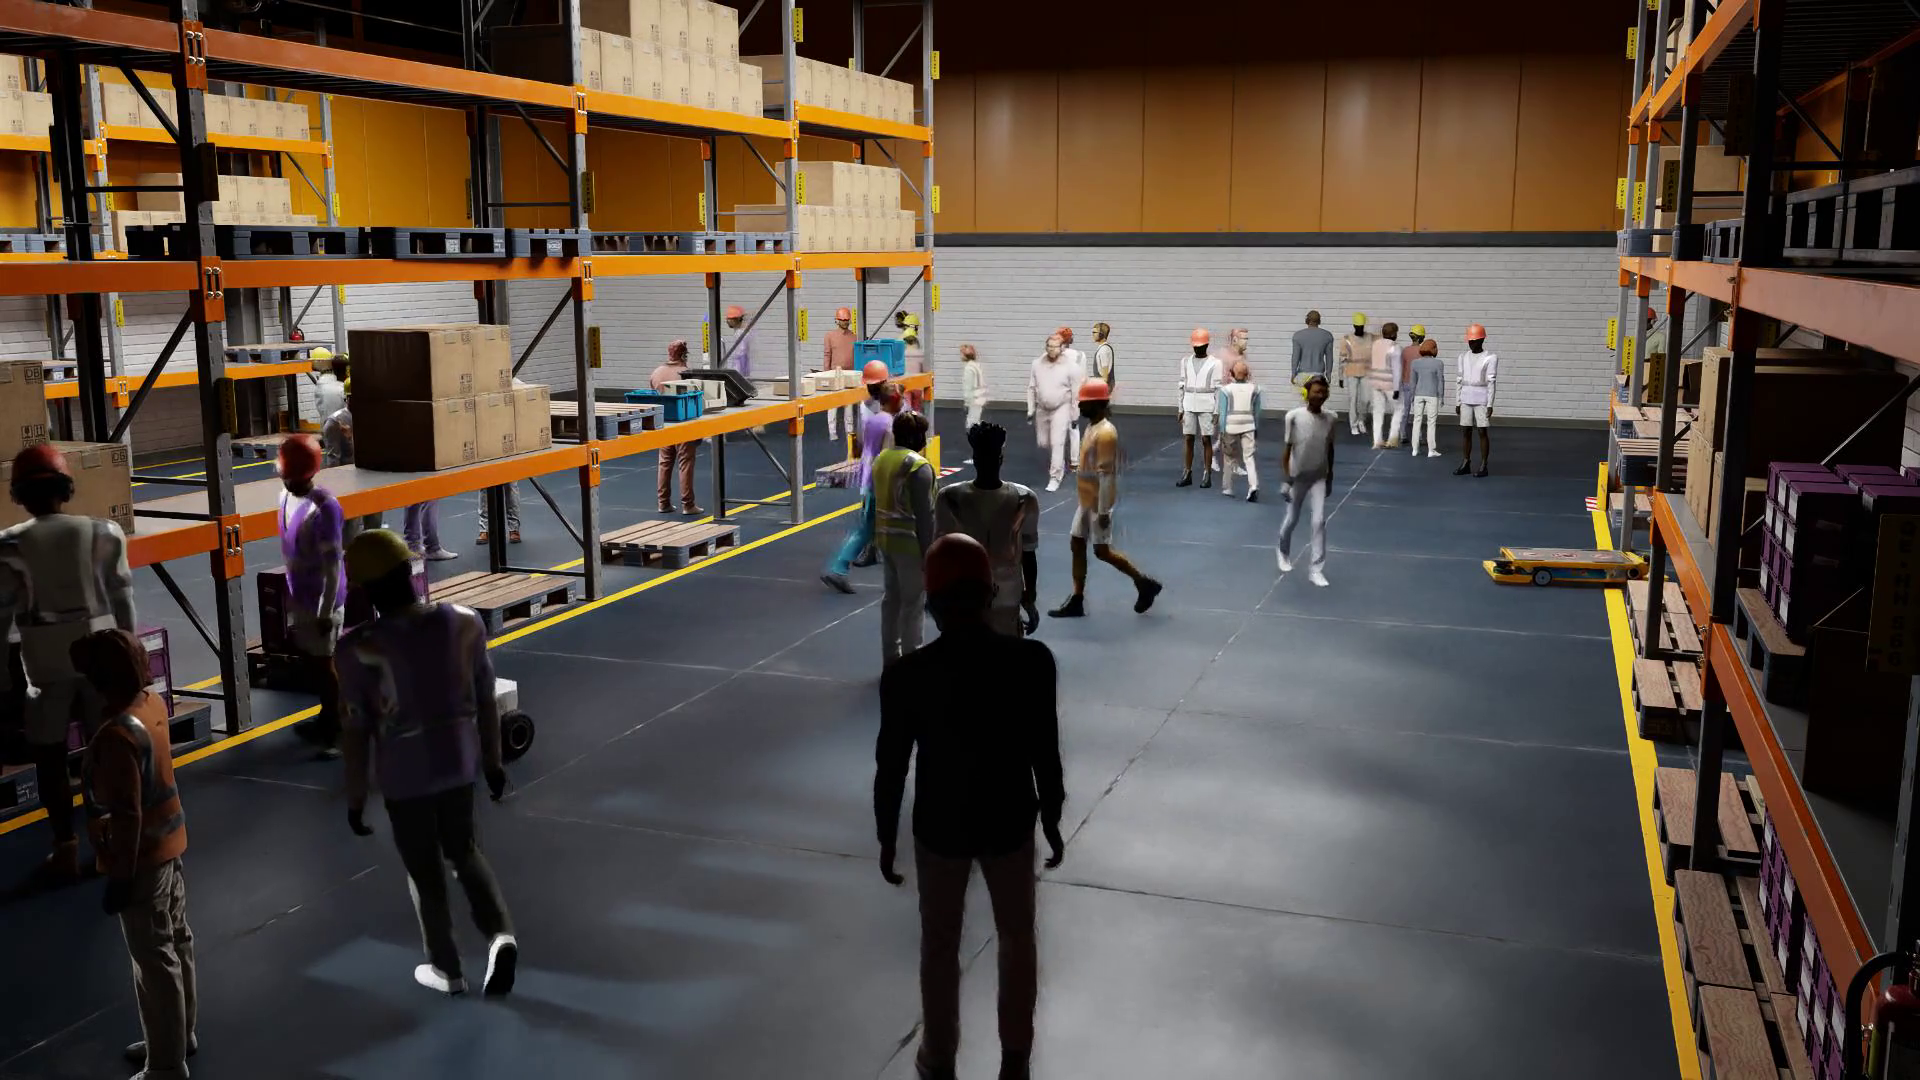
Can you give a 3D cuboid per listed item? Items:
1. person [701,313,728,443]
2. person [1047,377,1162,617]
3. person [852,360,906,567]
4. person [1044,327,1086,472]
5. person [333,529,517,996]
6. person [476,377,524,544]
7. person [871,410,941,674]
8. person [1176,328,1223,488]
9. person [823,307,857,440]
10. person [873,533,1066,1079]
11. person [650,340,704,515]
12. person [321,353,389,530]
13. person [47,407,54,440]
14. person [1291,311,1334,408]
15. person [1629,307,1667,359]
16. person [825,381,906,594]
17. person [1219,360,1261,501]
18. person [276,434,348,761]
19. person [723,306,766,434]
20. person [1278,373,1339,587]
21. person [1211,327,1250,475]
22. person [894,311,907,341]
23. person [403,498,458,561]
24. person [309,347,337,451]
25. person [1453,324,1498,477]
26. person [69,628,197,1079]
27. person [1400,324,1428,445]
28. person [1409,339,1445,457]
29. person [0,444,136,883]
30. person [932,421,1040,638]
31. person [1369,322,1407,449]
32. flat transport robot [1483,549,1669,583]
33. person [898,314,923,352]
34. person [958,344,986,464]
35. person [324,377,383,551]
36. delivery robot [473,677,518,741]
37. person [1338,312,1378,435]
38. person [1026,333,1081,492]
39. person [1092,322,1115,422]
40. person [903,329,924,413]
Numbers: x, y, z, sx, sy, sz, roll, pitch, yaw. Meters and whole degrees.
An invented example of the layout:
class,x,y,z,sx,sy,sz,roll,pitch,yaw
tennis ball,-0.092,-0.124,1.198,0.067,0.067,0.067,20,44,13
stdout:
class,x,y,z,sx,sy,sz,roll,pitch,yaw
person,-3.636,-2.413,24.663,0.376,1.950,0.611,-4,11,-20
person,1.141,-0.324,13.020,0.831,1.915,0.548,-1,10,-8
person,-0.658,-0.719,15.281,0.546,1.906,0.803,8,13,38
person,1.342,-1.797,21.386,0.574,1.882,0.356,-1,10,-8
person,-1.998,0.890,6.294,0.628,1.877,0.604,-9,13,-41
person,-4.543,-0.924,16.312,0.632,1.940,0.372,-2,10,-9
person,-0.344,0.052,11.124,0.429,1.837,0.628,-6,12,-31
person,2.880,-1.588,20.067,0.543,1.933,0.369,5,11,28
person,-1.760,-2.498,25.014,0.608,1.996,0.379,-5,11,-27
person,0.033,0.955,5.607,0.659,1.979,0.596,-2,10,-9
person,-3.058,-1.223,18.126,0.637,1.898,0.395,5,11,28
person,-6.131,-0.954,16.742,0.538,1.842,0.775,4,11,21
person,-9.444,-0.878,16.808,0.534,1.668,0.808,5,11,24
person,5.369,-2.537,25.398,0.637,1.936,0.355,0,10,2
person,10.295,-2.502,25.038,0.382,1.994,0.613,-9,13,-41
person,-0.709,-0.435,13.987,0.908,1.802,0.594,-4,11,-22
person,3.227,-1.261,19.120,0.518,1.608,0.791,-1,10,-7
person,-3.695,0.317,9.474,0.706,1.886,0.487,10,14,44
person,-3.444,-2.590,25.560,0.954,1.993,0.622,-2,10,-9
person,3.010,-0.561,14.568,0.523,1.845,0.865,-1,10,-6
person,3.462,-1.755,21.125,0.476,1.887,0.666,8,13,38
person,-0.936,-2.909,27.799,0.390,1.830,0.650,0,10,2
person,-4.991,-0.761,15.486,0.652,1.906,0.404,8,13,37
person,-7.372,-1.369,19.367,0.317,1.743,0.488,-2,10,-11
person,6.499,-1.756,21.030,0.382,1.931,0.540,-9,14,-43
person,-2.842,1.101,5.758,0.313,1.638,0.513,-2,10,-13
person,6.673,-2.271,24.382,0.312,1.769,0.522,-8,13,-38
person,6.466,-1.966,23.035,0.498,1.633,0.279,8,13,38
person,-4.144,0.569,7.679,0.625,2.014,0.467,-7,12,-36
person,0.145,0.316,9.250,0.604,1.966,0.367,-1,10,-5
person,6.166,-2.209,23.880,0.538,1.828,0.635,-7,12,-33
flat transport robot,5.360,0.228,14.516,1.431,0.197,0.652,2,10,9
person,-0.768,-2.682,26.510,0.404,1.832,0.589,-5,11,-26
person,0.193,-1.806,22.156,0.444,1.614,0.534,1,10,7
person,-5.133,-0.512,14.289,0.404,1.830,0.603,6,12,32
delivery robot,-2.844,0.953,9.373,0.477,0.478,0.707,6,12,31
person,6.139,-2.551,25.590,0.635,1.899,0.477,1,10,5
person,1.156,-1.549,19.997,0.651,1.880,0.763,6,12,29
person,1.998,-2.127,23.345,0.350,1.847,0.506,1,10,8
person,-0.743,-2.185,24.010,0.547,1.712,0.895,-3,10,-16
